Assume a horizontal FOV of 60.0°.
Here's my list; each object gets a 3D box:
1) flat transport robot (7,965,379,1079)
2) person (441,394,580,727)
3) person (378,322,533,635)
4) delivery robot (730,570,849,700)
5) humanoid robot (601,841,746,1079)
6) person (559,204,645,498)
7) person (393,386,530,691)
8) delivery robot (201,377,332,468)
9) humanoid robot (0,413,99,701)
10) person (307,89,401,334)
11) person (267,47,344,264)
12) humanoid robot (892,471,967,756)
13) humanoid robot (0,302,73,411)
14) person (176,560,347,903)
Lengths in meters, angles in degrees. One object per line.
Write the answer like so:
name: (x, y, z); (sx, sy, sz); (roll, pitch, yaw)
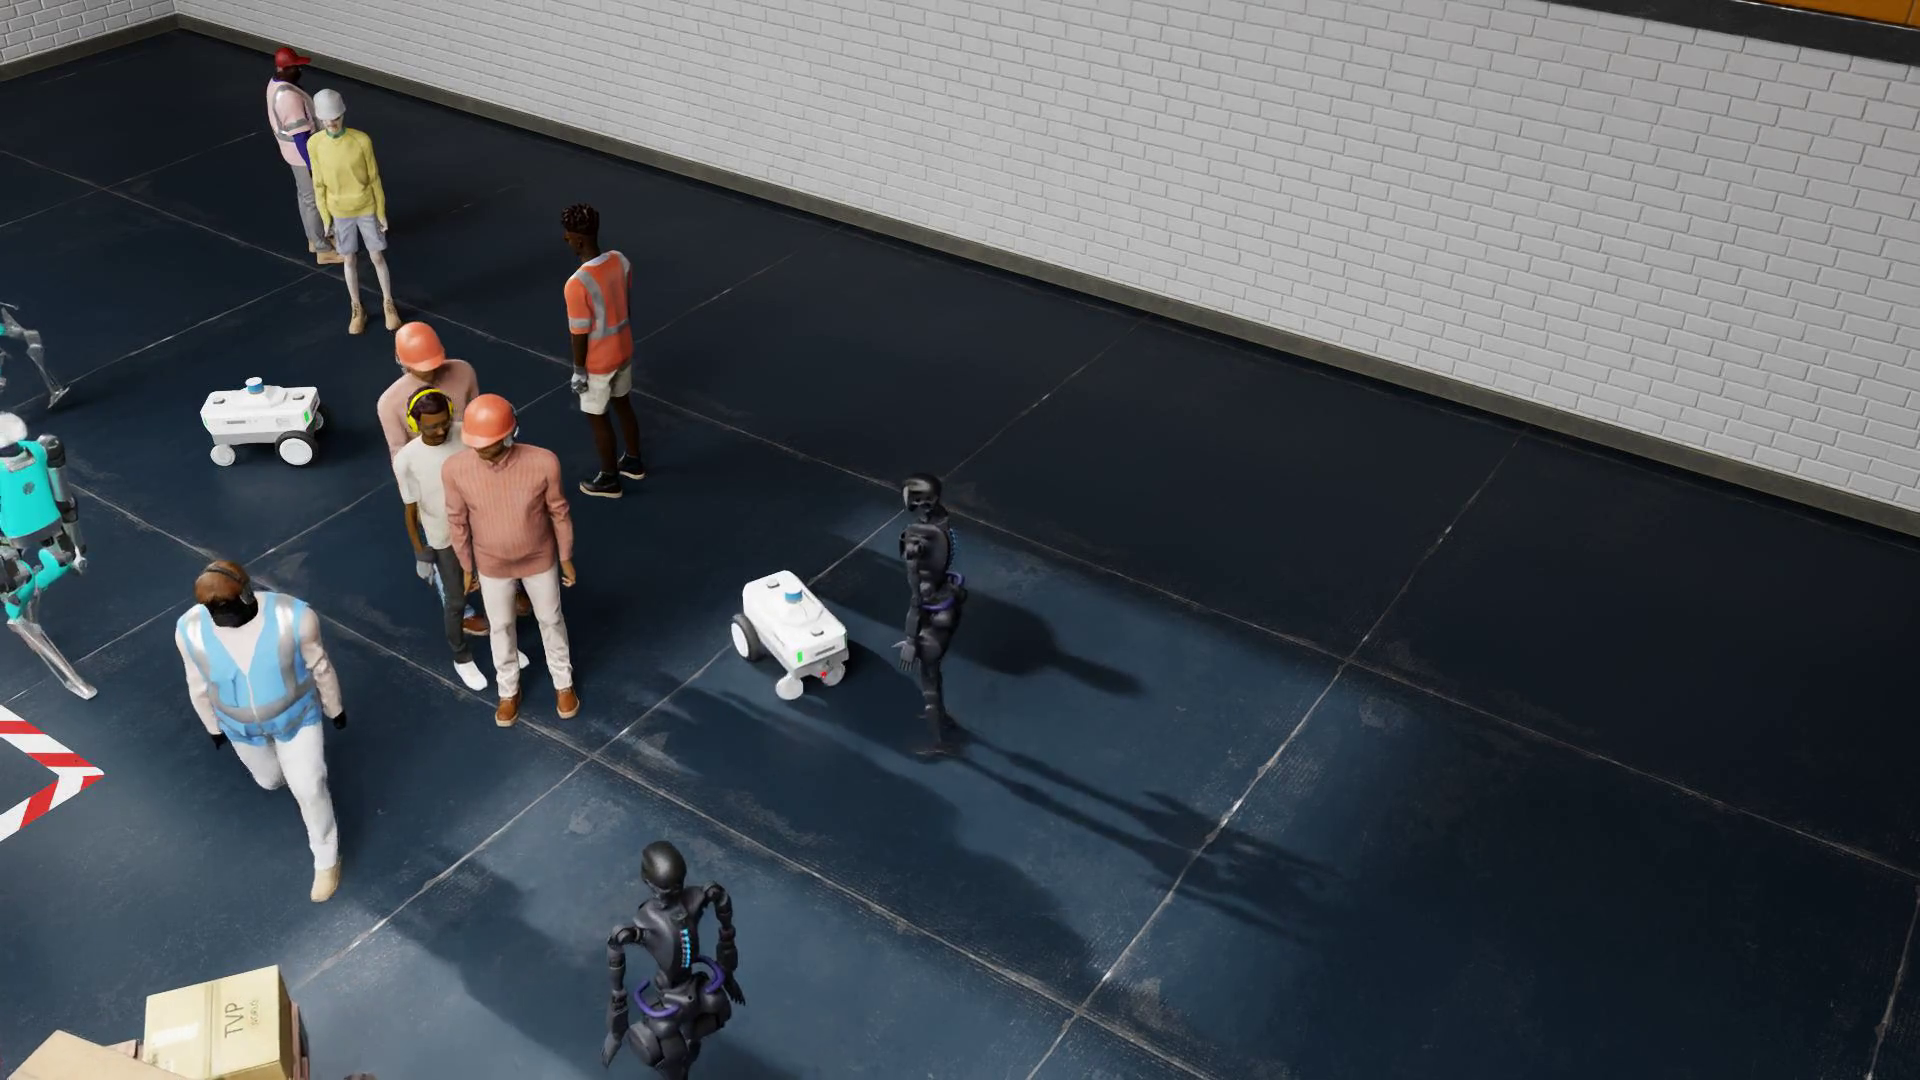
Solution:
flat transport robot: (-2.992, 2.594, 6.556); (1.431, 0.231, 0.659); (-11, 37, -16)
person: (-2.296, 0.106, 8.612); (0.610, 1.991, 0.389); (-6, 35, -8)
person: (-2.837, -0.352, 9.276); (0.428, 1.979, 0.620); (29, 44, 35)
delivery robot: (-0.946, 0.497, 9.319); (0.519, 0.613, 0.784); (-20, 40, -26)
humanoid robot: (-1.110, 1.826, 6.480); (0.614, 1.636, 0.790); (-25, 42, -31)
person: (-2.258, -1.184, 10.496); (0.388, 1.950, 0.613); (12, 37, 17)
person: (-2.682, -0.015, 8.905); (0.339, 1.855, 0.524); (27, 43, 33)
delivery robot: (-4.648, -0.801, 11.176); (0.811, 0.613, 0.499); (-3, 35, -5)
humanoid robot: (-5.103, 0.042, 8.946); (0.946, 1.788, 0.558); (20, 40, 27)
person: (-4.503, -2.437, 12.336); (0.485, 1.887, 0.401); (-8, 36, -12)
person: (-5.259, -3.102, 13.403); (0.419, 1.750, 0.622); (-17, 39, -23)
humanoid robot: (-0.149, 0.386, 8.482); (0.310, 1.648, 0.612); (10, 36, 14)
humanoid robot: (-6.562, -1.522, 11.205); (1.012, 1.778, 0.530); (-14, 37, -19)
person: (-3.229, 0.780, 7.812); (0.649, 1.808, 0.801); (-7, 36, -9)
